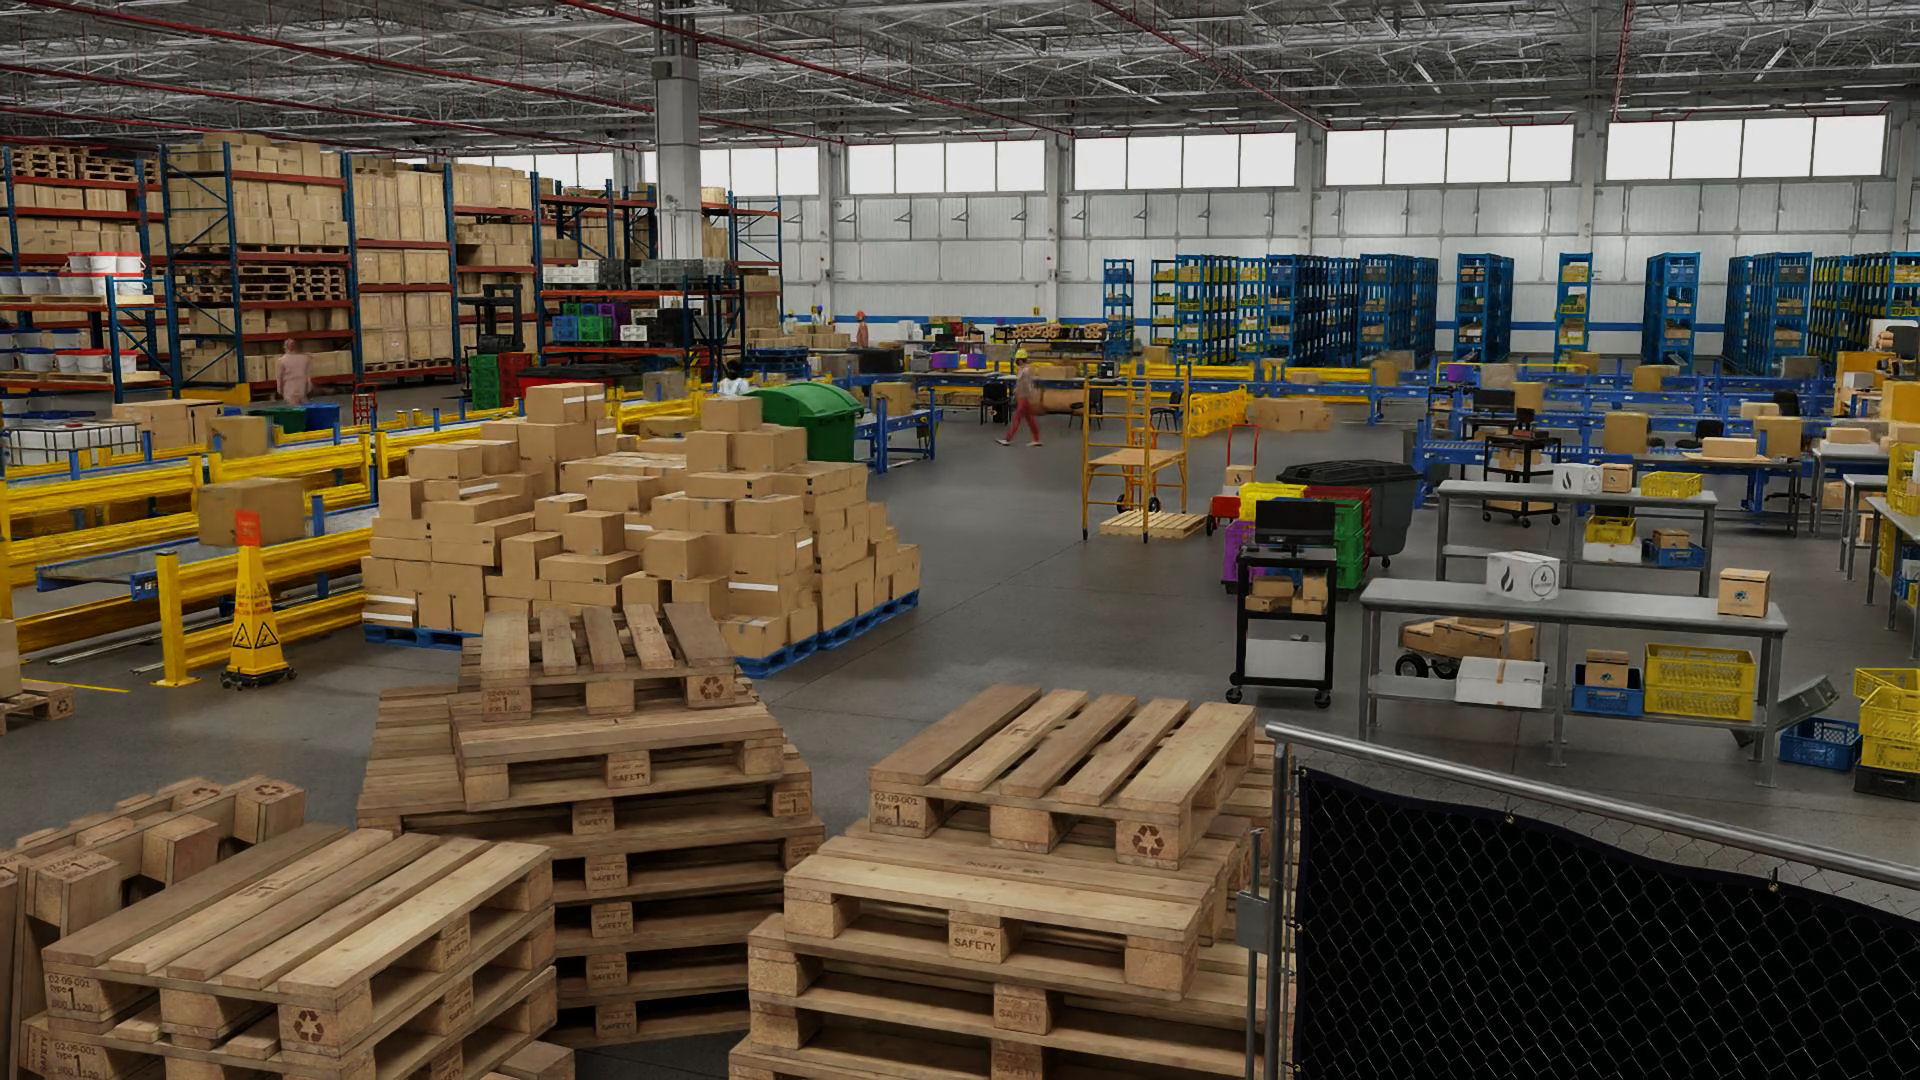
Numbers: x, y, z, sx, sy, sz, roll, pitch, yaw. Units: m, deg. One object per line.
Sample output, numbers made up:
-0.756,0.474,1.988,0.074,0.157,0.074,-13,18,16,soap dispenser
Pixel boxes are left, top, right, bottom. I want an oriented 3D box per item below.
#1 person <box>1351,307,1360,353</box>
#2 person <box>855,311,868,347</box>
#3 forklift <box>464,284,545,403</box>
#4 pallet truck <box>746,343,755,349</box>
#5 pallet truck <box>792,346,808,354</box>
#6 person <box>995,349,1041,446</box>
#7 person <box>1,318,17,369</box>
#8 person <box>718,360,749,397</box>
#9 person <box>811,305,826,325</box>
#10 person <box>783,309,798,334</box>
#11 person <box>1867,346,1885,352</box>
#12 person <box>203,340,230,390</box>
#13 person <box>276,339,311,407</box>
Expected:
14.534,-7.611,61.104,0.387,1.849,0.566,8,12,41,person
-2.885,-5.722,48.795,0.399,1.989,0.622,-1,9,-4,person
-10.832,-4.702,39.610,1.129,2.768,1.873,3,10,20,forklift
-6.183,-4.618,44.264,1.601,1.201,0.680,-9,12,-43,pallet truck
-3.705,-4.298,42.022,0.653,1.274,1.630,3,10,20,pallet truck
1.043,-2.500,29.419,0.903,1.724,0.535,-2,9,-10,person
-25.697,-5.015,44.705,0.849,1.885,0.555,-7,11,-35,person
-3.675,-2.119,27.225,0.532,1.668,0.858,4,10,24,person
-5.143,-7.589,60.677,0.602,1.943,0.393,-6,11,-32,person
-6.517,-7.960,63.731,0.526,1.716,0.919,3,10,19,person
21.158,-4.035,38.473,0.409,1.908,0.639,4,10,26,person
-18.958,-4.480,42.267,0.514,1.592,0.866,4,10,23,person
-12.194,-2.752,30.514,0.760,1.885,0.650,7,11,36,person
